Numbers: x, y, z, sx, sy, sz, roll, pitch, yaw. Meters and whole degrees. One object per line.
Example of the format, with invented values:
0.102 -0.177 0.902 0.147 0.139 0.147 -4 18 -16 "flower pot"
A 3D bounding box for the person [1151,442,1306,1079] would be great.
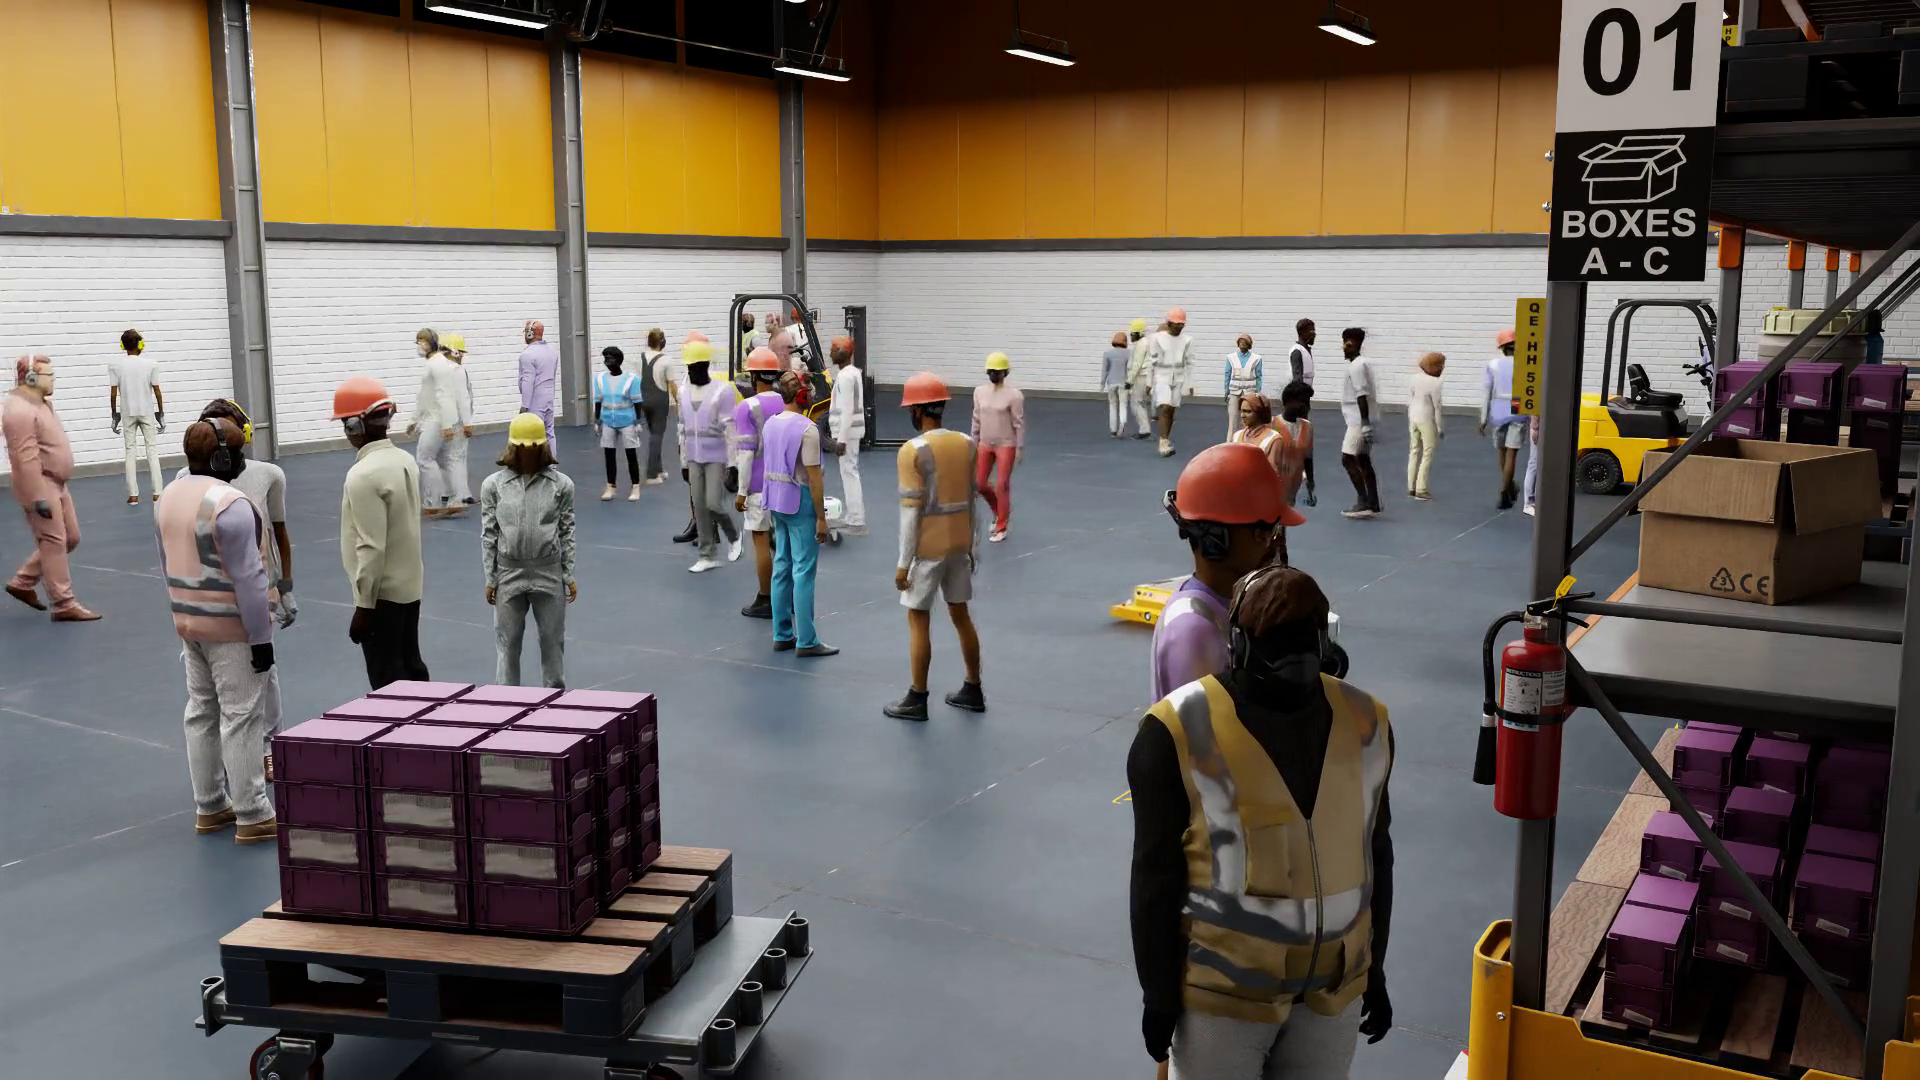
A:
0.657 0.772 4.197 0.373 2.044 0.608 2 9 11 "person"

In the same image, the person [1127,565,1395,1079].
0.674 0.963 3.631 0.625 1.844 0.429 -3 10 -17 "person"

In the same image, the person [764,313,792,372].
-2.706 -2.345 24.178 0.826 1.878 0.661 -3 10 -20 "person"

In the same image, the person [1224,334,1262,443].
3.851 -1.983 22.652 0.514 1.639 0.310 2 9 12 "person"

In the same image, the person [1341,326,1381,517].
4.050 -1.188 16.786 0.533 1.923 0.625 4 10 26 "person"

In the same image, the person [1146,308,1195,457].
2.858 -2.096 22.243 0.629 1.992 0.997 -2 9 -12 "person"

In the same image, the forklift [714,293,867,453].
-2.458 -2.344 23.176 2.313 2.155 1.214 0 9 -2 "forklift"

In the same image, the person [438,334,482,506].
-5.355 -1.266 17.607 0.590 1.822 0.404 8 12 40 "person"

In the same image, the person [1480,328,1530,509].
5.861 -1.290 17.587 0.617 1.866 0.991 5 11 30 "person"

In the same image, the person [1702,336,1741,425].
9.931 -1.977 21.681 0.368 1.940 0.632 -2 9 -15 "person"

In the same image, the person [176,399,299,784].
-3.462 0.254 7.967 0.534 1.869 0.313 -3 10 -18 "person"

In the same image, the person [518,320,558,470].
-5.007 -1.637 19.646 0.408 1.913 0.641 3 9 16 "person"

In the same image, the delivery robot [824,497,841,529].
-1.432 -0.256 14.948 0.707 0.478 0.477 -3 10 -17 "delivery robot"

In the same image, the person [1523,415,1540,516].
5.973 -1.120 16.870 0.533 1.767 0.327 -8 12 -41 "person"

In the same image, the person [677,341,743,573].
-2.061 -0.687 13.711 0.615 1.909 0.506 5 10 28 "person"

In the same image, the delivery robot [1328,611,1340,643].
1.893 0.543 9.966 0.707 0.478 0.477 -2 9 -12 "delivery robot"

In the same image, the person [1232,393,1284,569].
2.081 -0.222 11.687 0.320 1.628 0.509 -6 11 -32 "person"

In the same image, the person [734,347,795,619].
-1.392 -0.409 11.897 0.375 1.935 0.551 9 13 44 "person"

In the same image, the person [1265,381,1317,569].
2.465 -0.369 12.519 0.590 1.643 0.820 -6 11 -34 "person"

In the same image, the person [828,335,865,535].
-1.066 -0.983 15.645 0.338 1.883 0.583 0 9 3 "person"

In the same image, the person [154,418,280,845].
-3.170 0.391 7.202 0.624 1.844 0.429 6 11 33 "person"

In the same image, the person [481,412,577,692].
-2.244 0.201 8.695 0.484 1.742 0.305 -3 10 -17 "person"

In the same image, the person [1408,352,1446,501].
5.081 -1.239 18.120 0.322 1.604 0.594 -3 10 -17 "person"

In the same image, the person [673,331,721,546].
-2.378 -0.918 15.060 0.347 1.943 0.545 -9 13 -43 "person"

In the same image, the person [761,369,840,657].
-1.058 -0.170 10.676 0.389 1.850 0.566 -8 12 -40 "person"

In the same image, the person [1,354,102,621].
-6.435 -0.357 11.700 0.587 1.896 0.668 -2 9 -14 "person"

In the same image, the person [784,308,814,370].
-2.754 -3.018 28.348 0.573 1.883 0.353 -6 11 -35 "person"

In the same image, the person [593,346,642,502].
-3.679 -1.248 17.923 0.545 1.687 0.336 2 9 11 "person"

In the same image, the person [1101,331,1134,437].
2.359 -2.315 24.839 0.536 1.602 0.670 2 9 12 "person"

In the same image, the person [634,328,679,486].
-3.479 -1.555 19.397 0.553 1.819 0.751 4 10 23 "person"

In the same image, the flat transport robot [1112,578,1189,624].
1.803 0.407 11.987 1.431 0.197 0.652 -9 13 -44 "flat transport robot"

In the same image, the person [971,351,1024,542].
0.347 -0.860 15.261 0.548 1.750 0.419 5 11 30 "person"

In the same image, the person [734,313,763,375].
-3.293 -2.595 25.836 0.429 1.845 0.621 -5 10 -29 "person"

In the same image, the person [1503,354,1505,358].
7.948 -2.160 23.772 0.358 1.630 0.513 -3 10 -19 "person"

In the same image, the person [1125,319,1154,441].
2.633 -2.344 24.403 0.425 1.800 0.616 1 9 7 "person"

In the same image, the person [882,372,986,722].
-0.148 0.044 9.203 0.577 1.923 0.433 -9 12 -43 "person"

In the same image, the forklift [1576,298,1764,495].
7.954 -1.589 18.462 2.313 2.155 1.214 5 11 30 "forklift"

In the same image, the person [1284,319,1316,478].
4.134 -1.703 20.087 0.448 1.913 0.616 3 10 18 "person"

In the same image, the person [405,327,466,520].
-5.246 -1.139 16.478 0.662 1.919 0.659 -3 10 -18 "person"

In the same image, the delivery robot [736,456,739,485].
-2.242 -0.856 18.694 0.477 0.478 0.707 6 11 33 "delivery robot"

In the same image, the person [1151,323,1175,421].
3.372 -2.787 27.684 0.280 1.631 0.504 -6 11 -35 "person"

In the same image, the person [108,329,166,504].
-8.770 -1.309 17.736 0.534 1.865 0.309 -4 10 -22 "person"

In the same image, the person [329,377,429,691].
-2.675 0.242 7.677 0.401 1.984 0.619 0 9 1 "person"
